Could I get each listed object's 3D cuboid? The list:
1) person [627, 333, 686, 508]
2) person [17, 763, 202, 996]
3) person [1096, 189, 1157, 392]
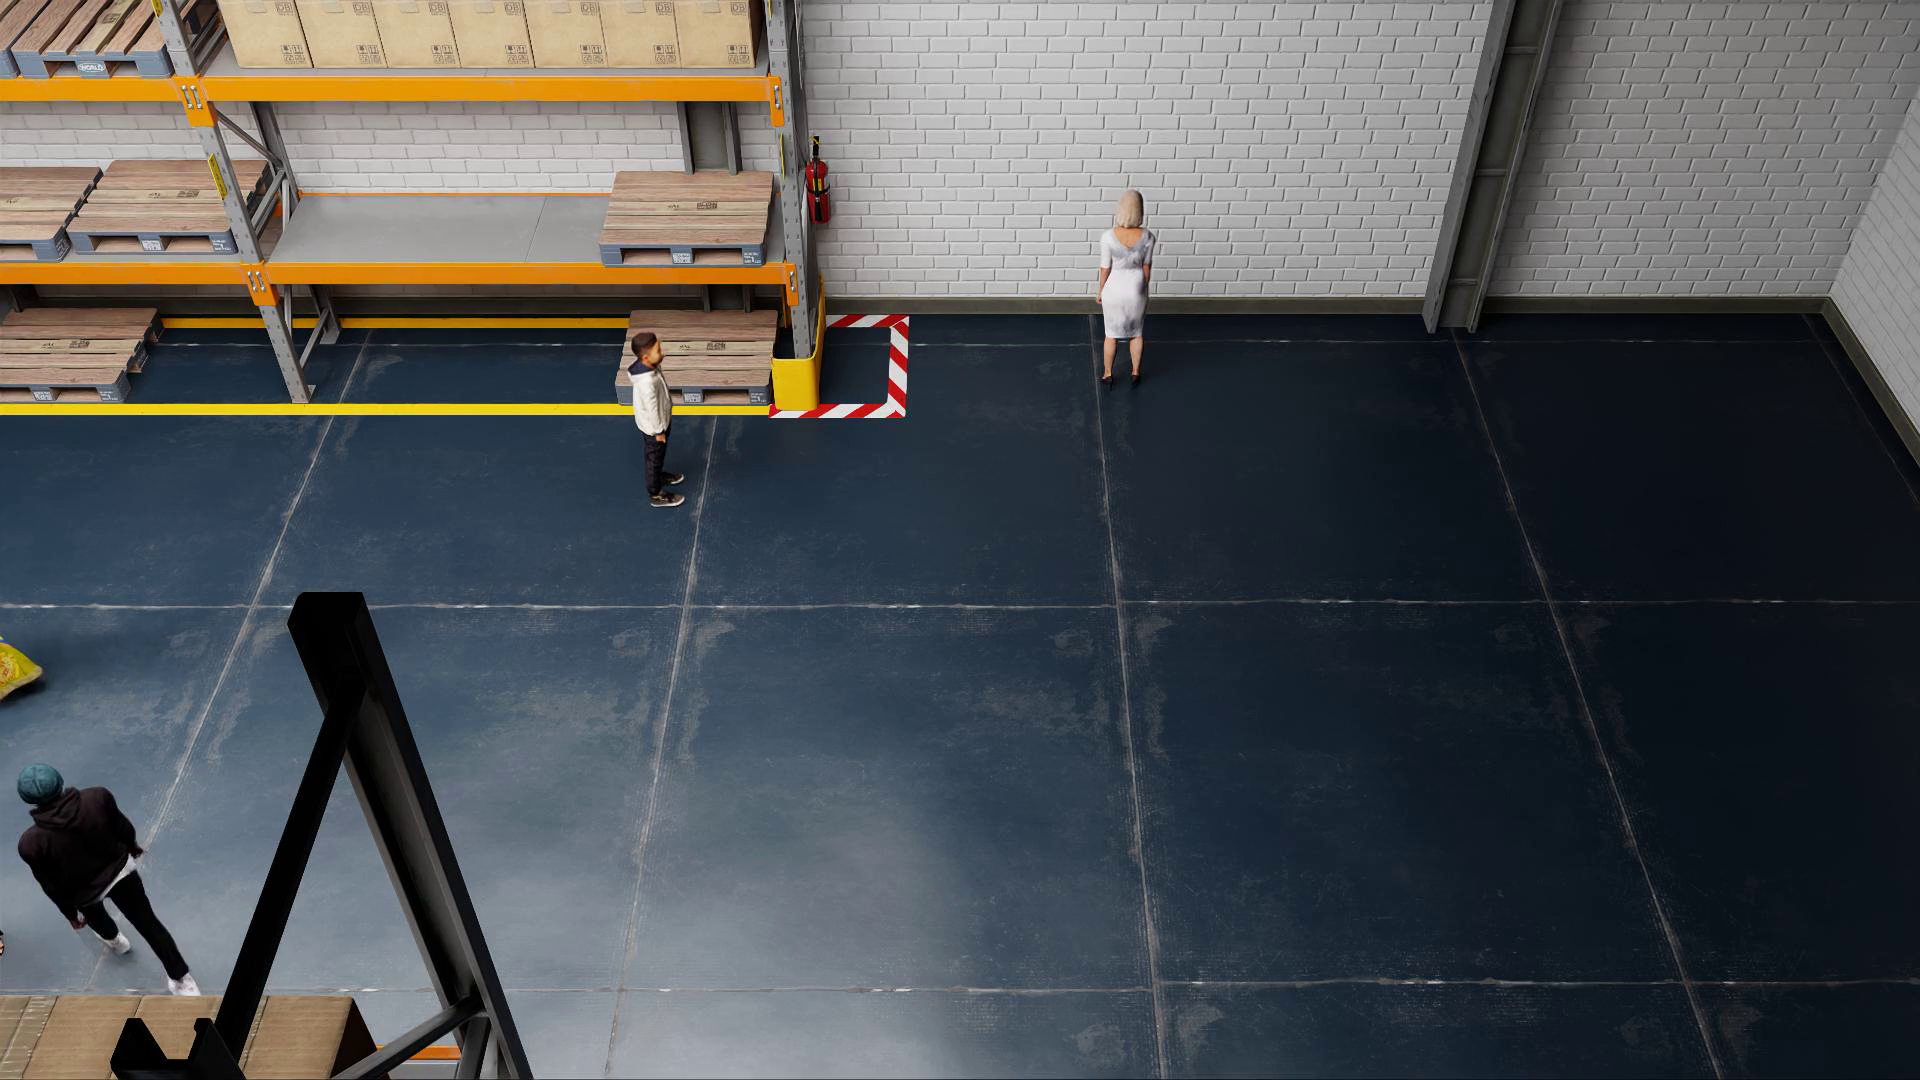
[{"bbox_3d":[-2.197,-0.876,11.867,0.524,1.451,0.594,-5,44,-5],"label":"person"},{"bbox_3d":[-4.488,1.843,8.778,1.306,1.773,1.188,30,51,28],"label":"person"},{"bbox_3d":[1.265,-1.892,12.715,0.436,1.751,0.612,0,44,0],"label":"person"}]
